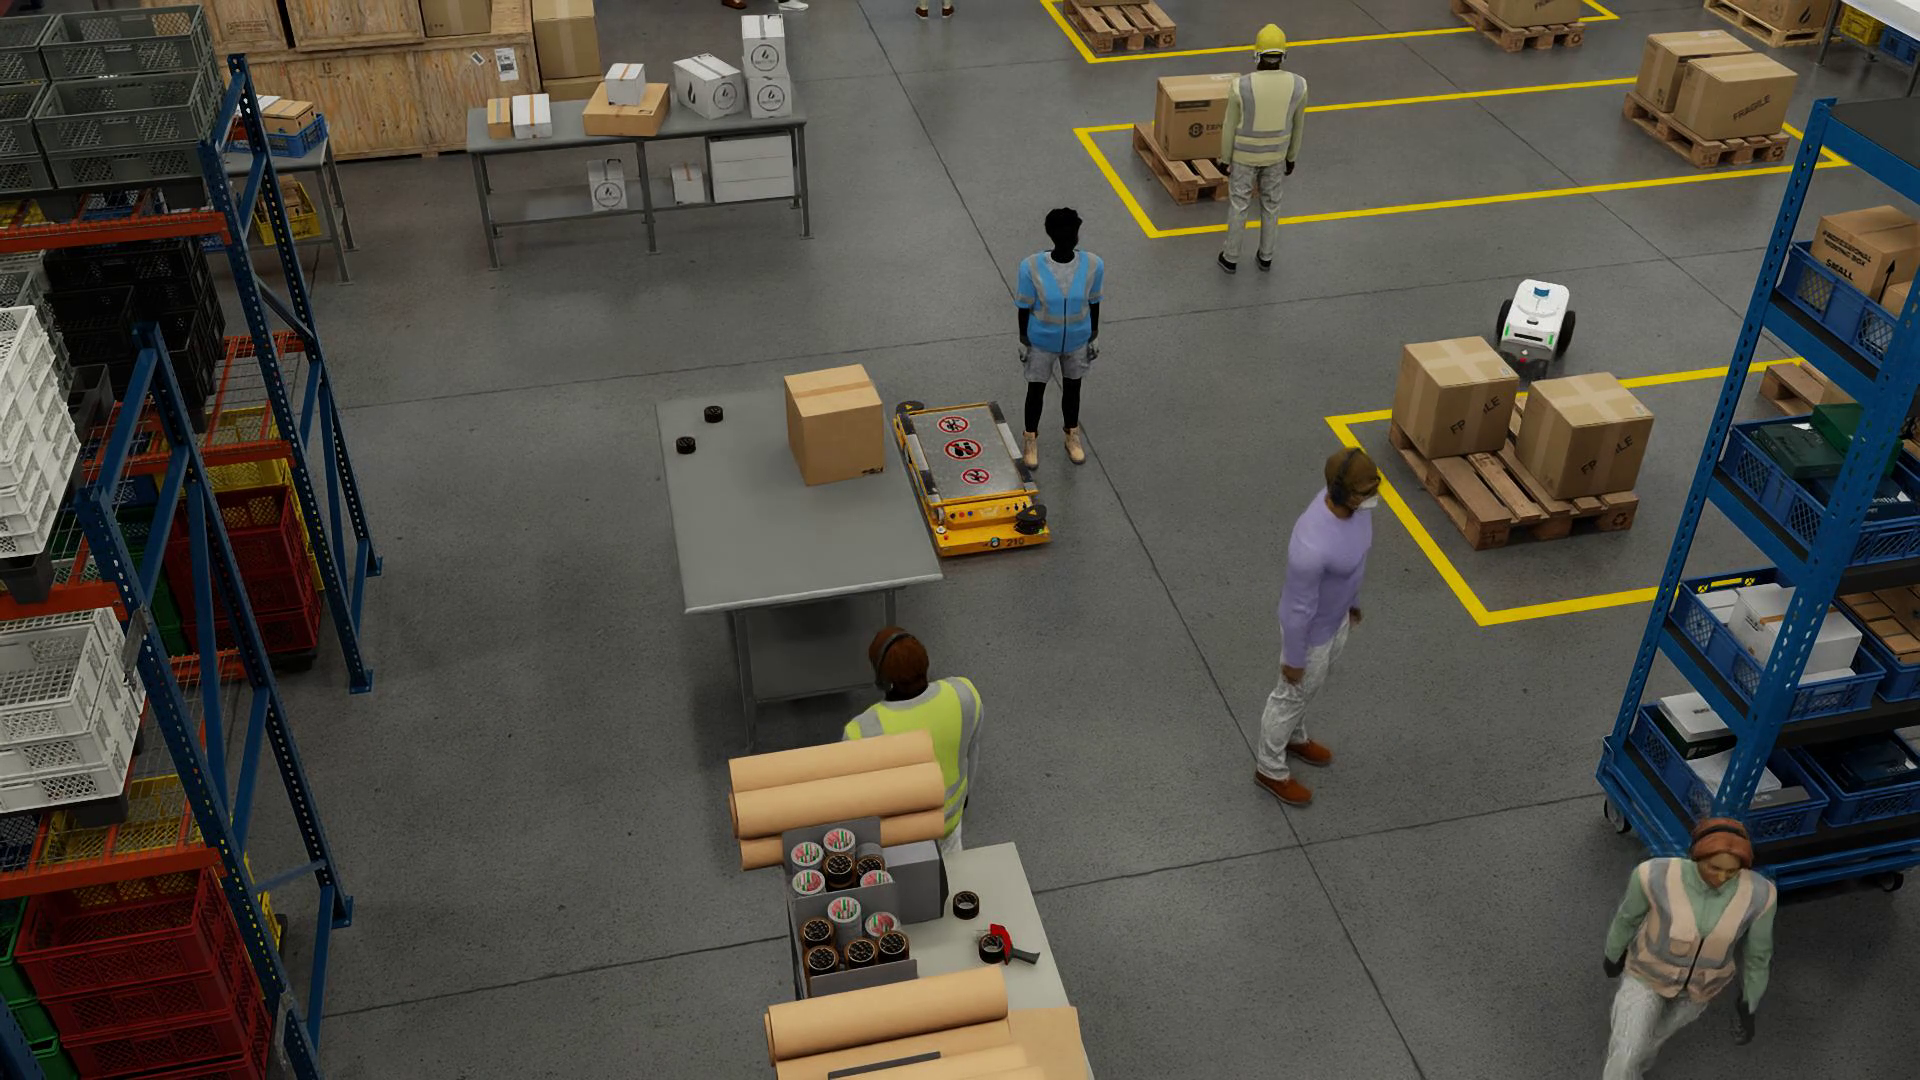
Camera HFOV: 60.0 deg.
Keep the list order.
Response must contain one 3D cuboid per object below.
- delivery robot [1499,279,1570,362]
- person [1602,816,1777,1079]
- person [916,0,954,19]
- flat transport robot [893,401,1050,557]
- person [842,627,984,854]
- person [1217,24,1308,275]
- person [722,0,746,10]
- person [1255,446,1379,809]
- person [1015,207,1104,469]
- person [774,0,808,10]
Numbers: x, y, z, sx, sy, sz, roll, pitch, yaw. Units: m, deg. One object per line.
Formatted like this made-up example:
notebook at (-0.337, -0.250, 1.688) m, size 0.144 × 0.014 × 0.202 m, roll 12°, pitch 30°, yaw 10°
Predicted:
delivery robot at (3.889, -1.501, 11.237) m, size 0.477 × 0.478 × 0.707 m, roll 15°, pitch 39°, yaw 19°
person at (2.658, 1.691, 6.142) m, size 0.522 × 1.619 × 0.642 m, roll 6°, pitch 37°, yaw 7°
person at (-0.267, -6.097, 16.400) m, size 0.533 × 1.866 × 0.320 m, roll -3°, pitch 37°, yaw -4°
flat transport robot at (0.046, -0.430, 10.108) m, size 0.652 × 0.197 × 1.431 m, roll -8°, pitch 37°, yaw -10°
person at (-0.203, 1.106, 6.757) m, size 0.635 × 1.828 × 0.431 m, roll -21°, pitch 42°, yaw -26°
person at (2.158, -2.801, 12.005) m, size 0.589 × 1.823 × 0.403 m, roll -6°, pitch 37°, yaw -8°
person at (-2.273, -6.322, 16.679) m, size 0.399 × 1.897 × 0.646 m, roll 14°, pitch 39°, yaw 18°
person at (1.641, 0.379, 7.637) m, size 0.357 × 1.939 × 0.631 m, roll 20°, pitch 41°, yaw 25°
person at (0.589, -1.203, 9.958) m, size 0.536 × 1.700 × 0.318 m, roll -6°, pitch 37°, yaw -8°
person at (-1.789, -6.313, 16.650) m, size 0.391 × 1.914 × 0.587 m, roll -7°, pitch 37°, yaw -9°
